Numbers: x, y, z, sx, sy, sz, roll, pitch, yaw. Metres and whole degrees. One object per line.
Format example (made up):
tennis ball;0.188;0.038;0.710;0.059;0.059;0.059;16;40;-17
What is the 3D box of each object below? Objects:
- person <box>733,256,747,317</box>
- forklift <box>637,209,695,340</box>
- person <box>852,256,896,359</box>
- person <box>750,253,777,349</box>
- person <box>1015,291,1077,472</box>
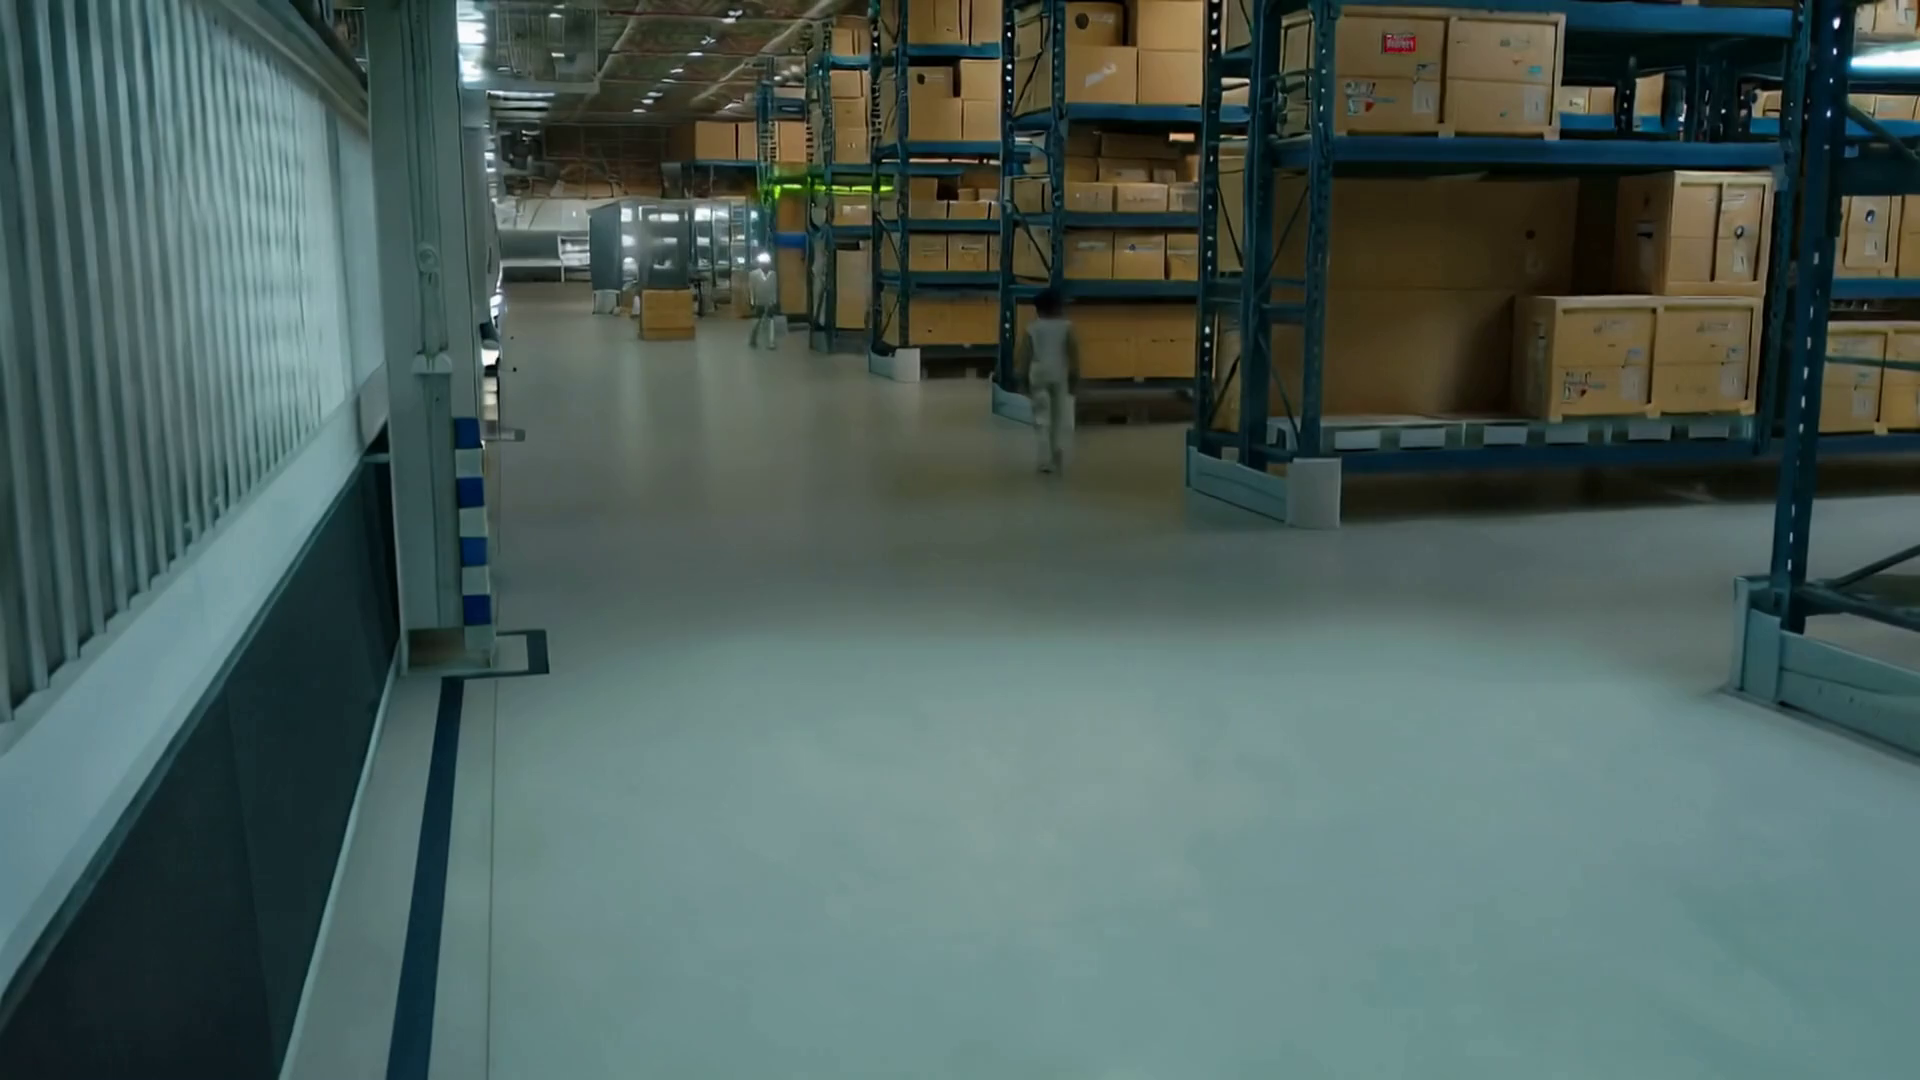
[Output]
person;-6.372;-7.337;48.173;0.497;1.737;0.344;9;13;40
forklift;-6.384;-5.758;35.978;1.129;2.768;1.873;-3;10;-15
person;-1.543;-4.208;30.085;0.963;1.865;0.638;2;10;12
person;-3.919;-4.742;33.013;0.552;1.912;0.879;-5;11;-27
person;0.767;-1.440;15.100;0.533;1.611;0.711;-2;10;-12
